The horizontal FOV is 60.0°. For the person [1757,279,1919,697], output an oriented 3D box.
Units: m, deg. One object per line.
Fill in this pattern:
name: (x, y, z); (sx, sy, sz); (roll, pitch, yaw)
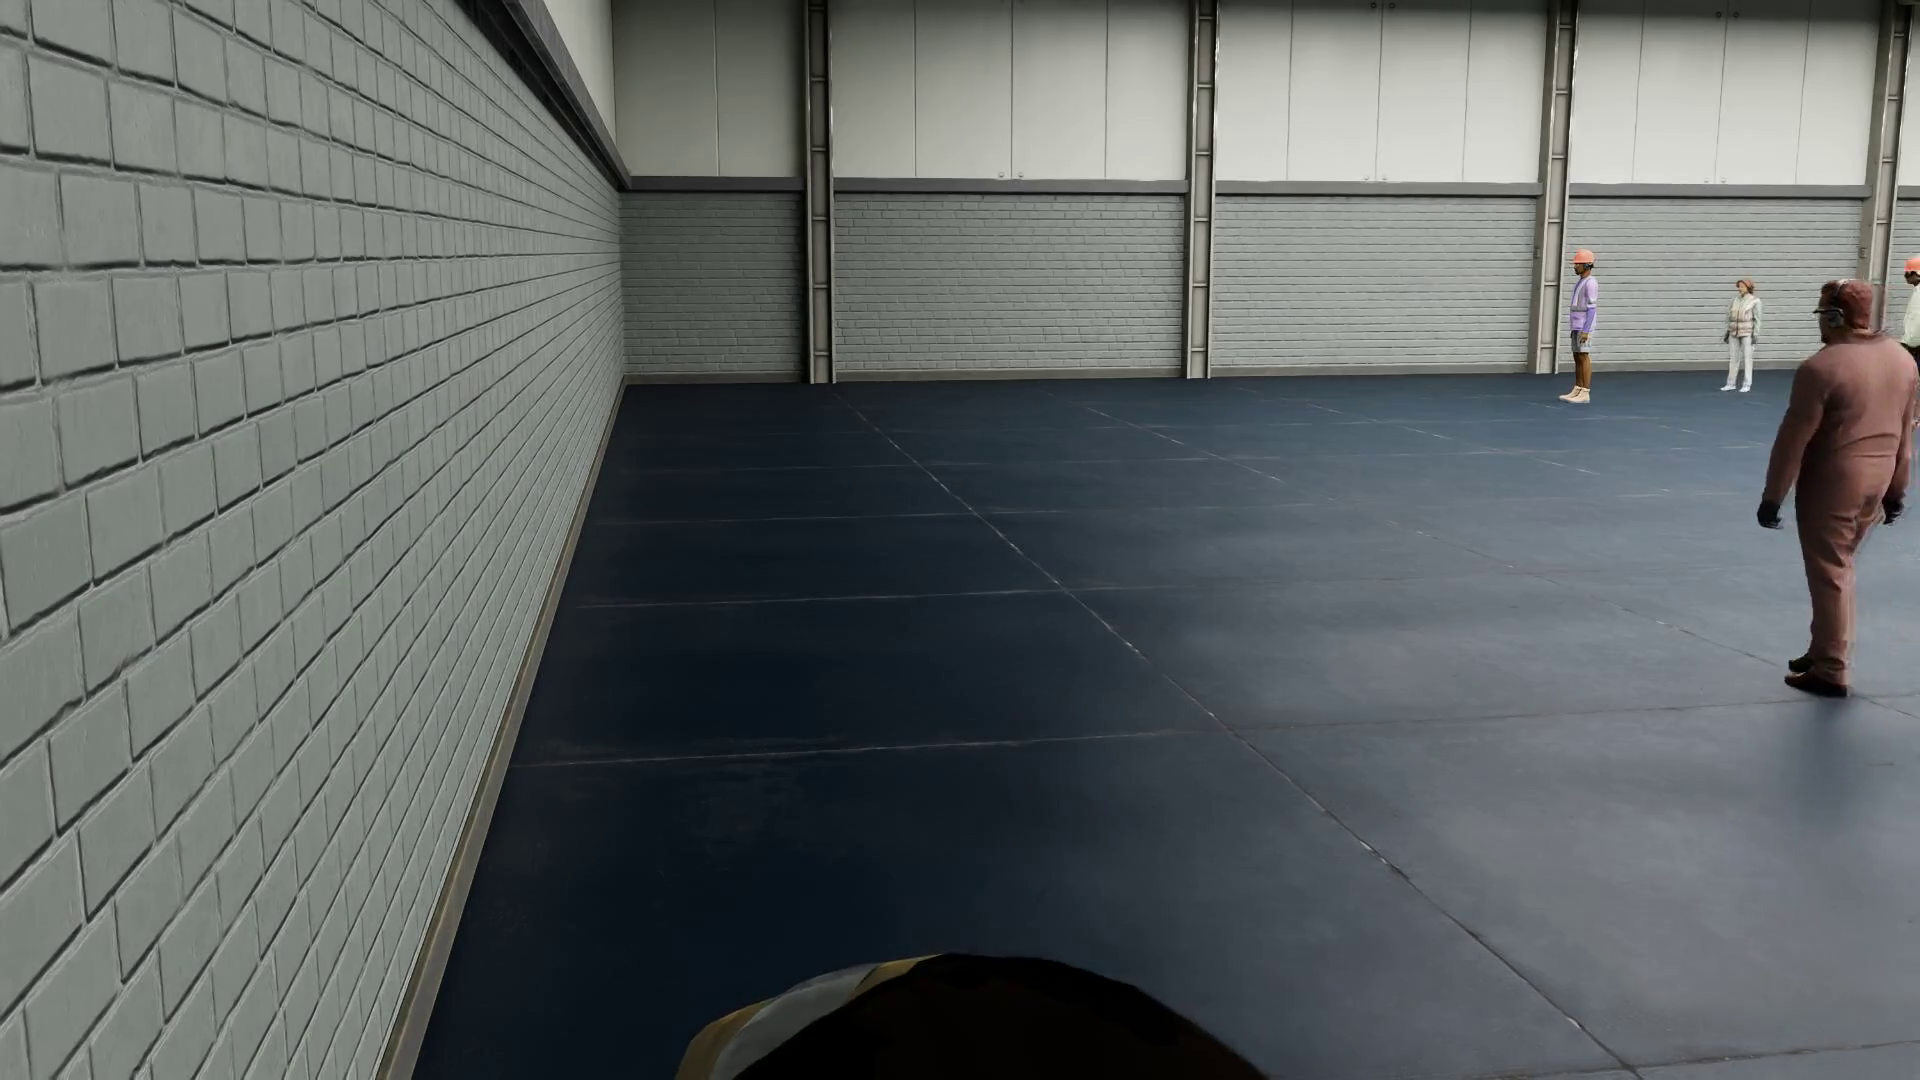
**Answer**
person: (3.945, -0.247, 7.669); (0.681, 1.890, 0.608); (-4, 11, -22)

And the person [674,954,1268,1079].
person: (0.040, 0.940, 1.003); (0.636, 1.842, 0.429); (5, 11, 29)

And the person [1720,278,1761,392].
person: (11.277, -2.950, 23.990); (0.310, 1.636, 0.523); (-6, 11, -30)

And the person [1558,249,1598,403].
person: (8.290, -2.847, 22.226); (0.377, 2.044, 0.607); (1, 10, 4)

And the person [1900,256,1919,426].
person: (10.978, -2.298, 19.294); (0.945, 1.949, 0.636); (5, 11, 24)
